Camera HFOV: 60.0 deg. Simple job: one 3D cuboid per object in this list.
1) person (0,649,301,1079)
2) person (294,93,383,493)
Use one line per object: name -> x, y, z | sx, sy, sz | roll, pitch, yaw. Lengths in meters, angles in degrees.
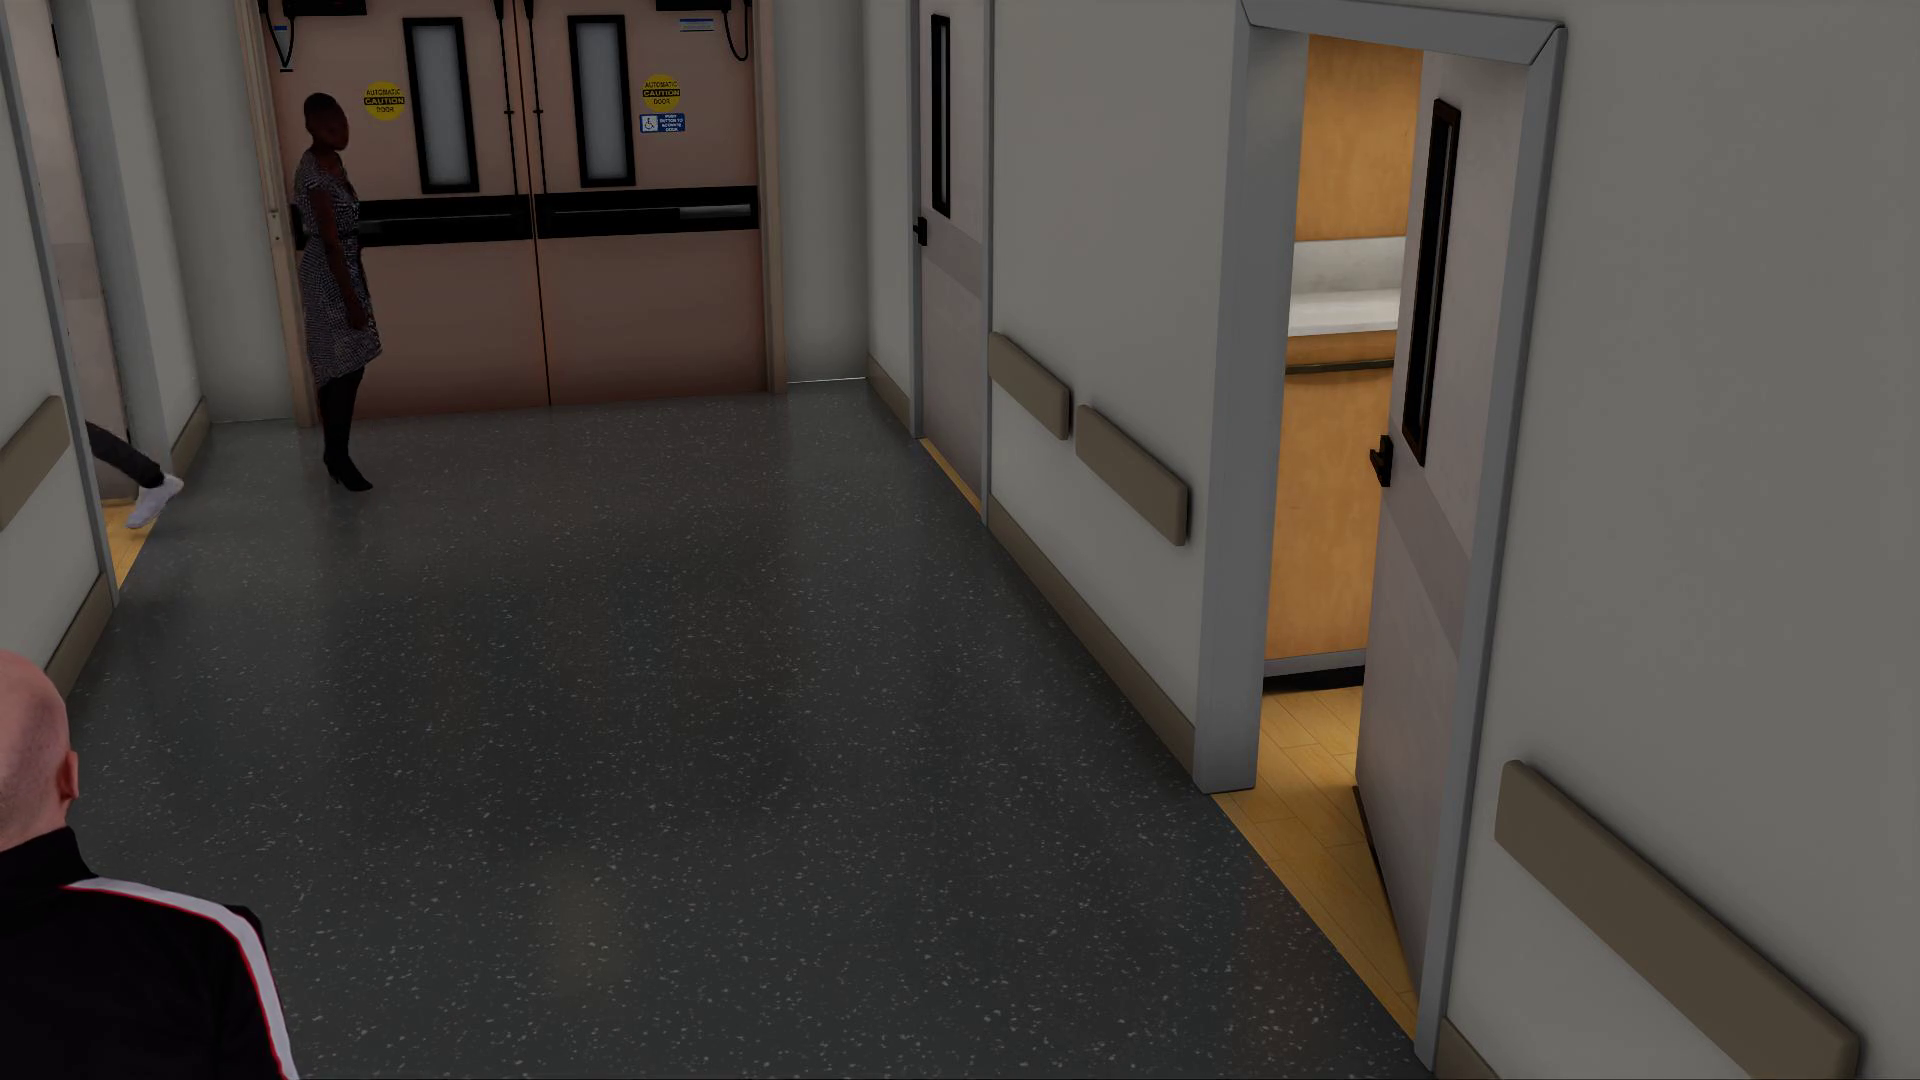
person -> -0.940, 0.972, 1.876 | 0.681, 1.836, 0.582 | -7, 22, -17
person -> -2.831, -1.094, 7.433 | 0.830, 1.764, 0.507 | -12, 24, -28
